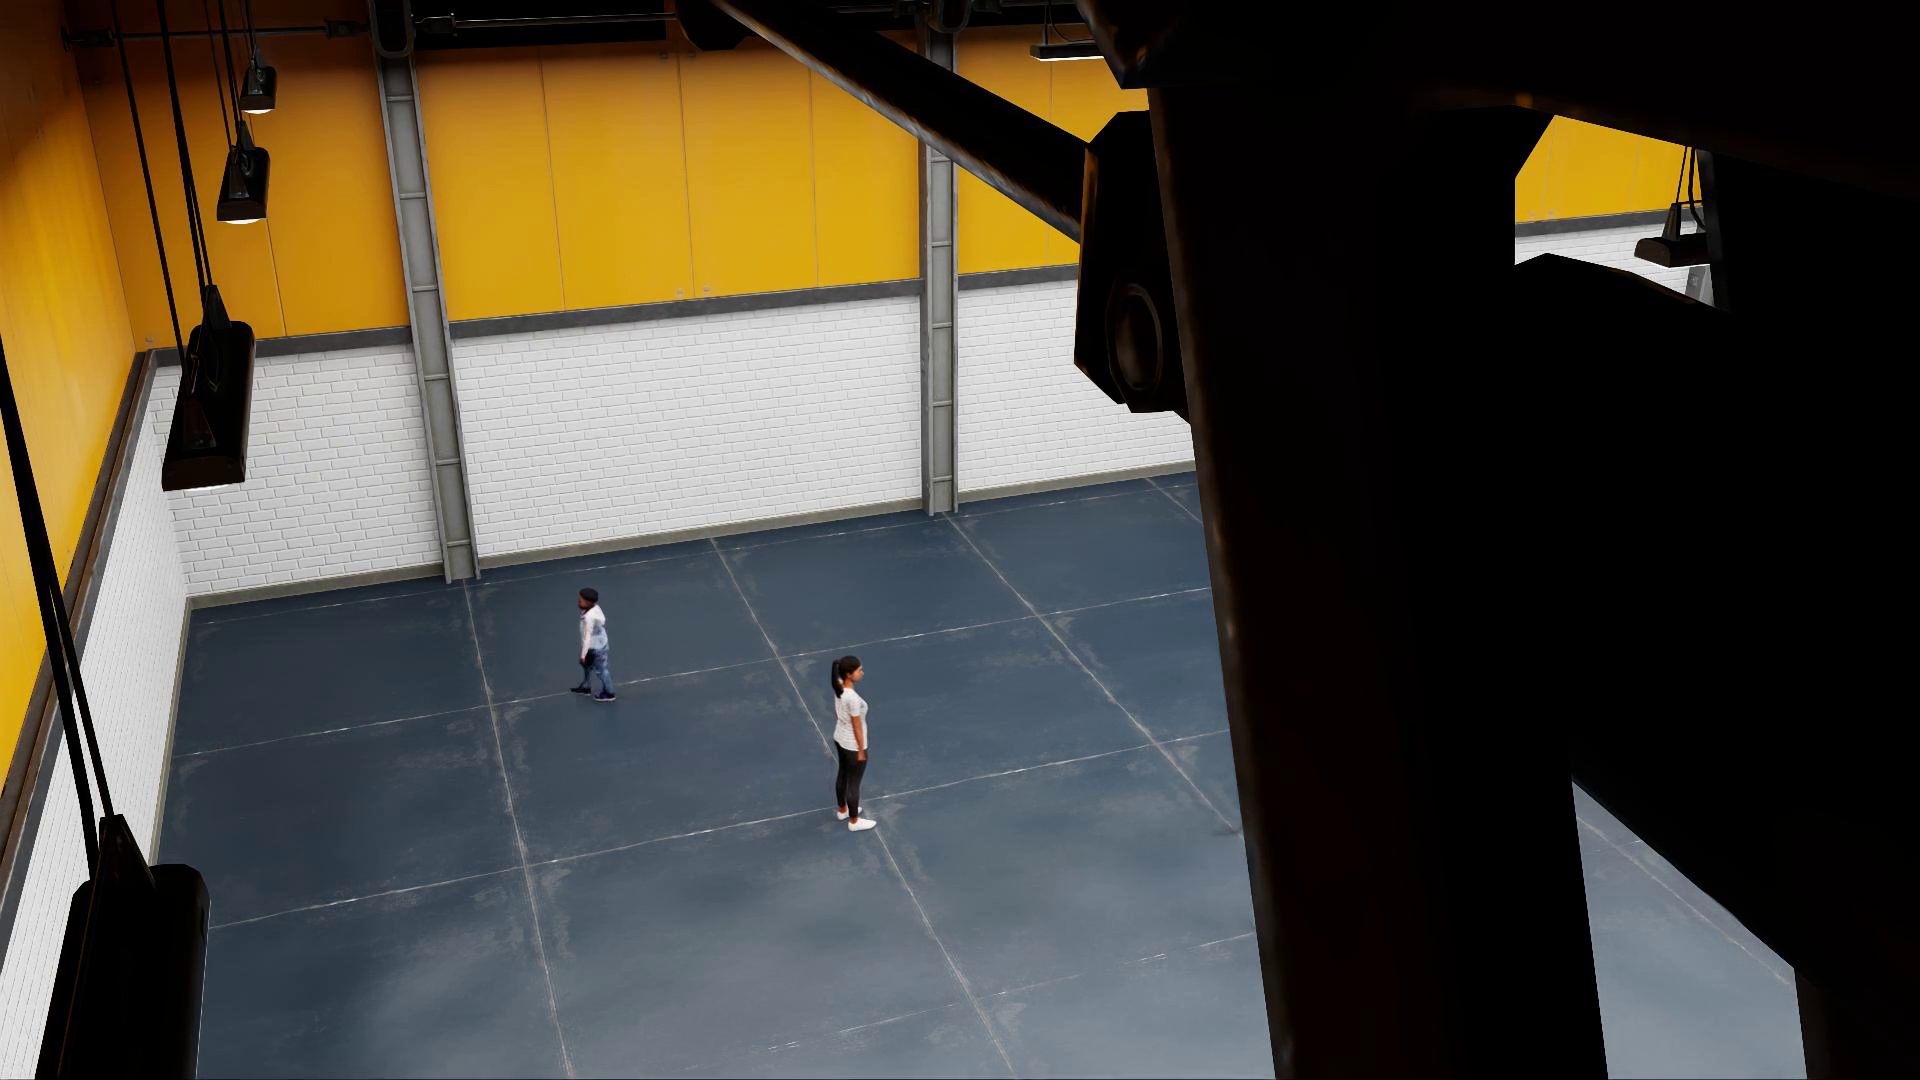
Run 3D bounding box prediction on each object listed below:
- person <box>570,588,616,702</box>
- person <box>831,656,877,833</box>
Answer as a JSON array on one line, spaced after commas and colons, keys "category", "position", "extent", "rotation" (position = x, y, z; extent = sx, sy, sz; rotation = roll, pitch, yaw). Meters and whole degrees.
[{"category": "person", "position": [-3.613, 1.051, 16.727], "extent": [0.758, 1.245, 0.624], "rotation": [-1, 24, -2]}, {"category": "person", "position": [-0.967, 1.770, 14.589], "extent": [0.542, 1.642, 0.583], "rotation": [-11, 26, -23]}]
